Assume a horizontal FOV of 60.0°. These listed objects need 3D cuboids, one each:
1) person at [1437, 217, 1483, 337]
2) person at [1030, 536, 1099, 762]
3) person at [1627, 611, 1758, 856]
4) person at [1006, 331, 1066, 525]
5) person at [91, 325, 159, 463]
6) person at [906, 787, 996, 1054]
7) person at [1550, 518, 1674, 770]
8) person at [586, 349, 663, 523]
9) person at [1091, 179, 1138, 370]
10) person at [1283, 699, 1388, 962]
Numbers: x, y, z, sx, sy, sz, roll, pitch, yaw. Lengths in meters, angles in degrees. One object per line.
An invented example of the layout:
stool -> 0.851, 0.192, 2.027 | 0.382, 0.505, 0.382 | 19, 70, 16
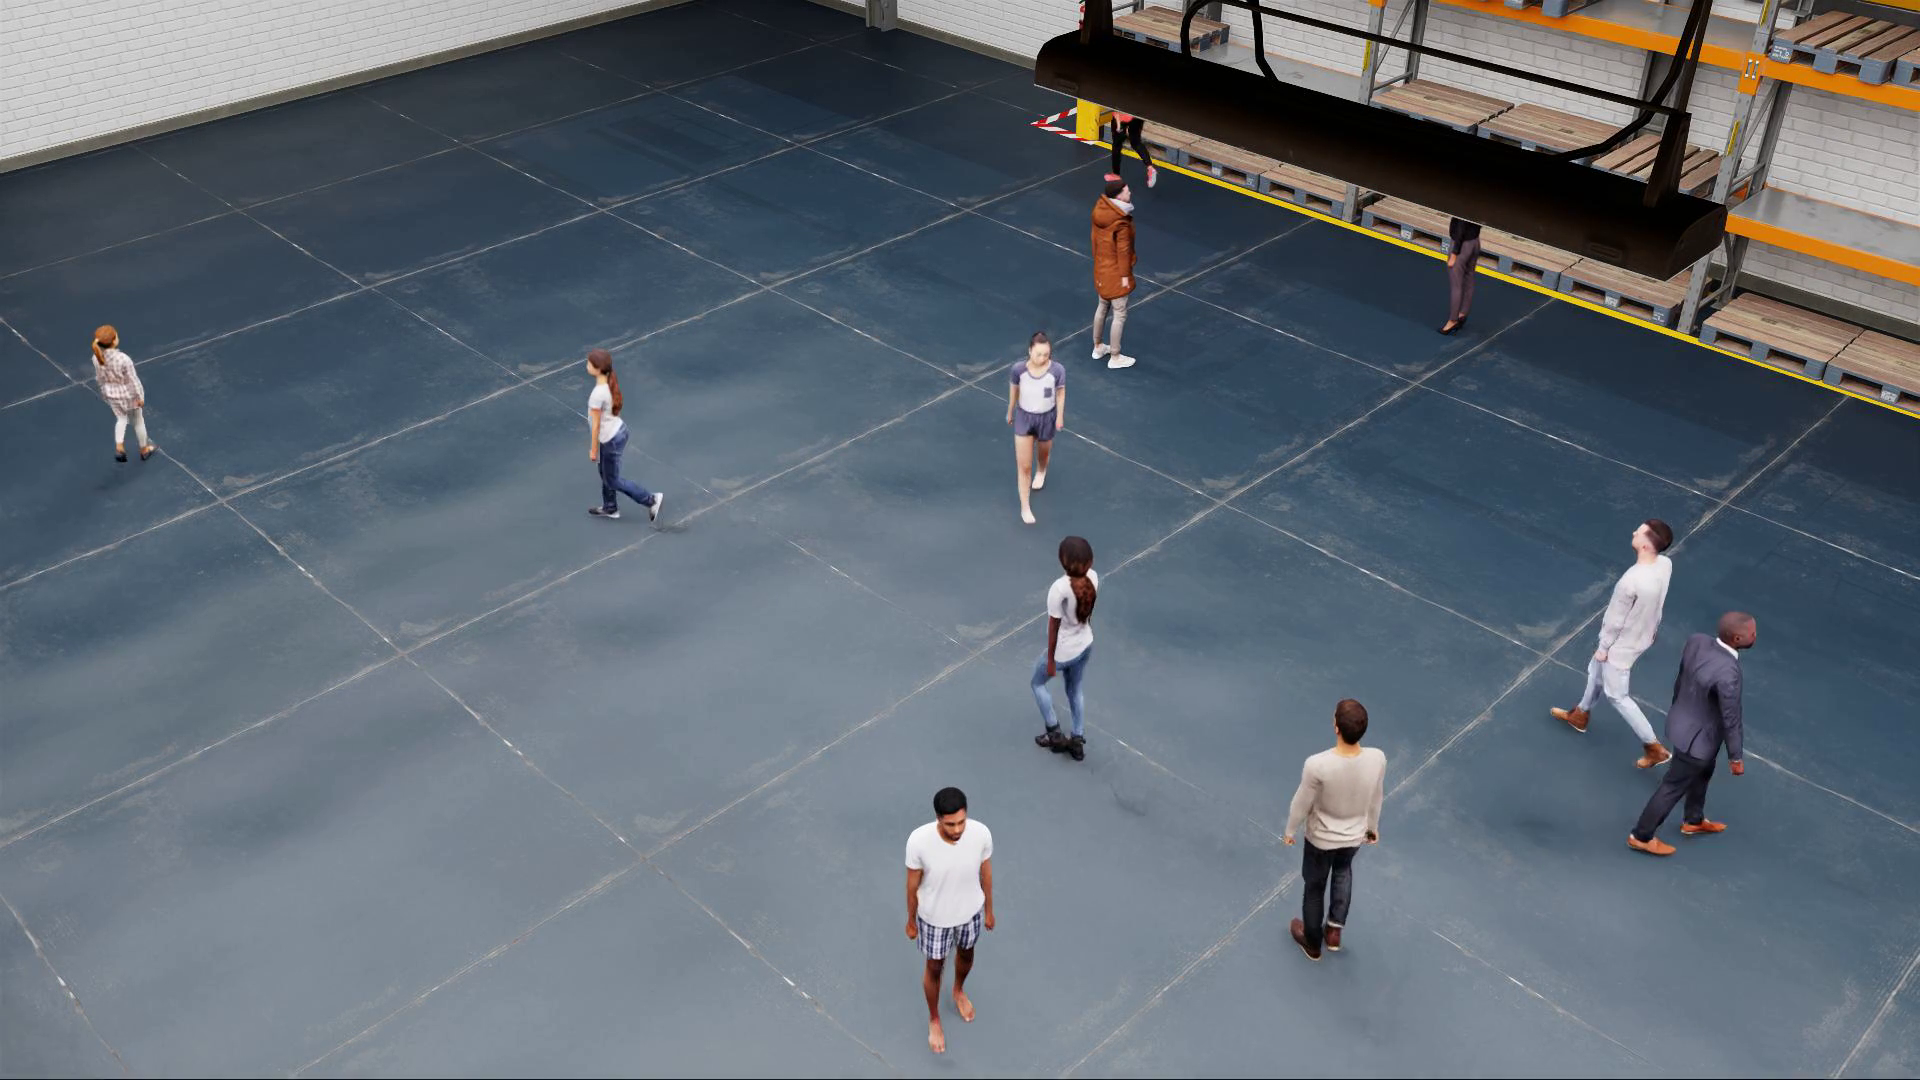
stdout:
person -> 4.942, -2.795, 16.256 | 0.589, 1.669, 0.521 | -28, 43, -35
person -> 0.765, 0.753, 10.880 | 0.618, 1.711, 0.620 | -27, 42, -34
person -> 4.398, 1.196, 10.133 | 1.056, 1.800, 0.984 | 4, 34, 5
person -> 0.615, -1.004, 13.614 | 1.047, 1.610, 1.103 | 3, 34, 4
person -> -7.188, -1.204, 14.199 | 0.757, 1.295, 0.802 | 3, 34, 5
person -> -0.055, 1.977, 9.023 | 0.776, 1.728, 0.810 | -9, 35, -14
person -> 4.422, 0.698, 10.873 | 0.711, 1.809, 1.133 | -27, 42, -34
person -> -2.758, -0.805, 13.373 | 0.982, 1.545, 0.856 | 6, 34, 9
person -> 1.440, -2.519, 15.688 | 0.852, 1.838, 0.734 | -16, 37, -23
person -> 2.129, 1.702, 9.317 | 0.782, 1.860, 0.792 | -7, 34, -10
